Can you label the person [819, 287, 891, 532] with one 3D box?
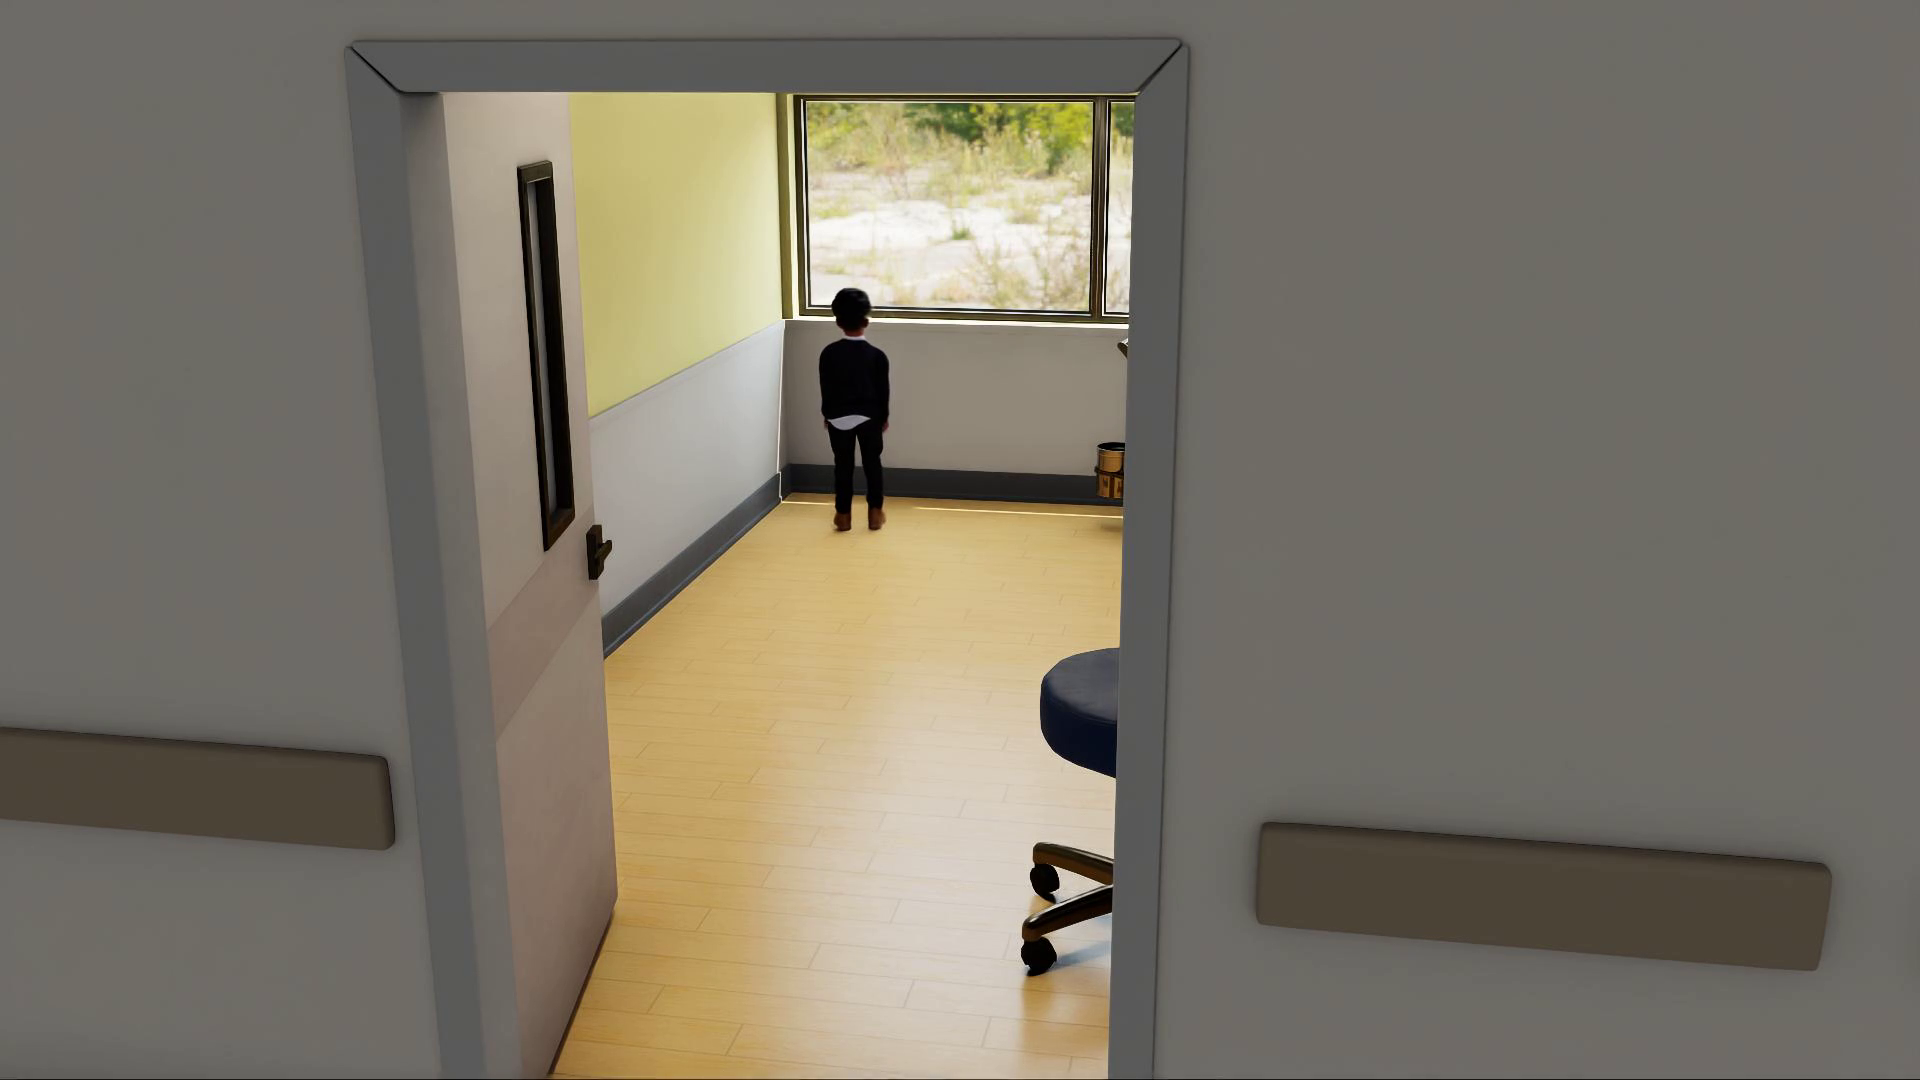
[{"bbox_3d":[-0.527,-0.657,8.382,0.476,1.224,0.606,-1,16,-4],"label":"person"}]
